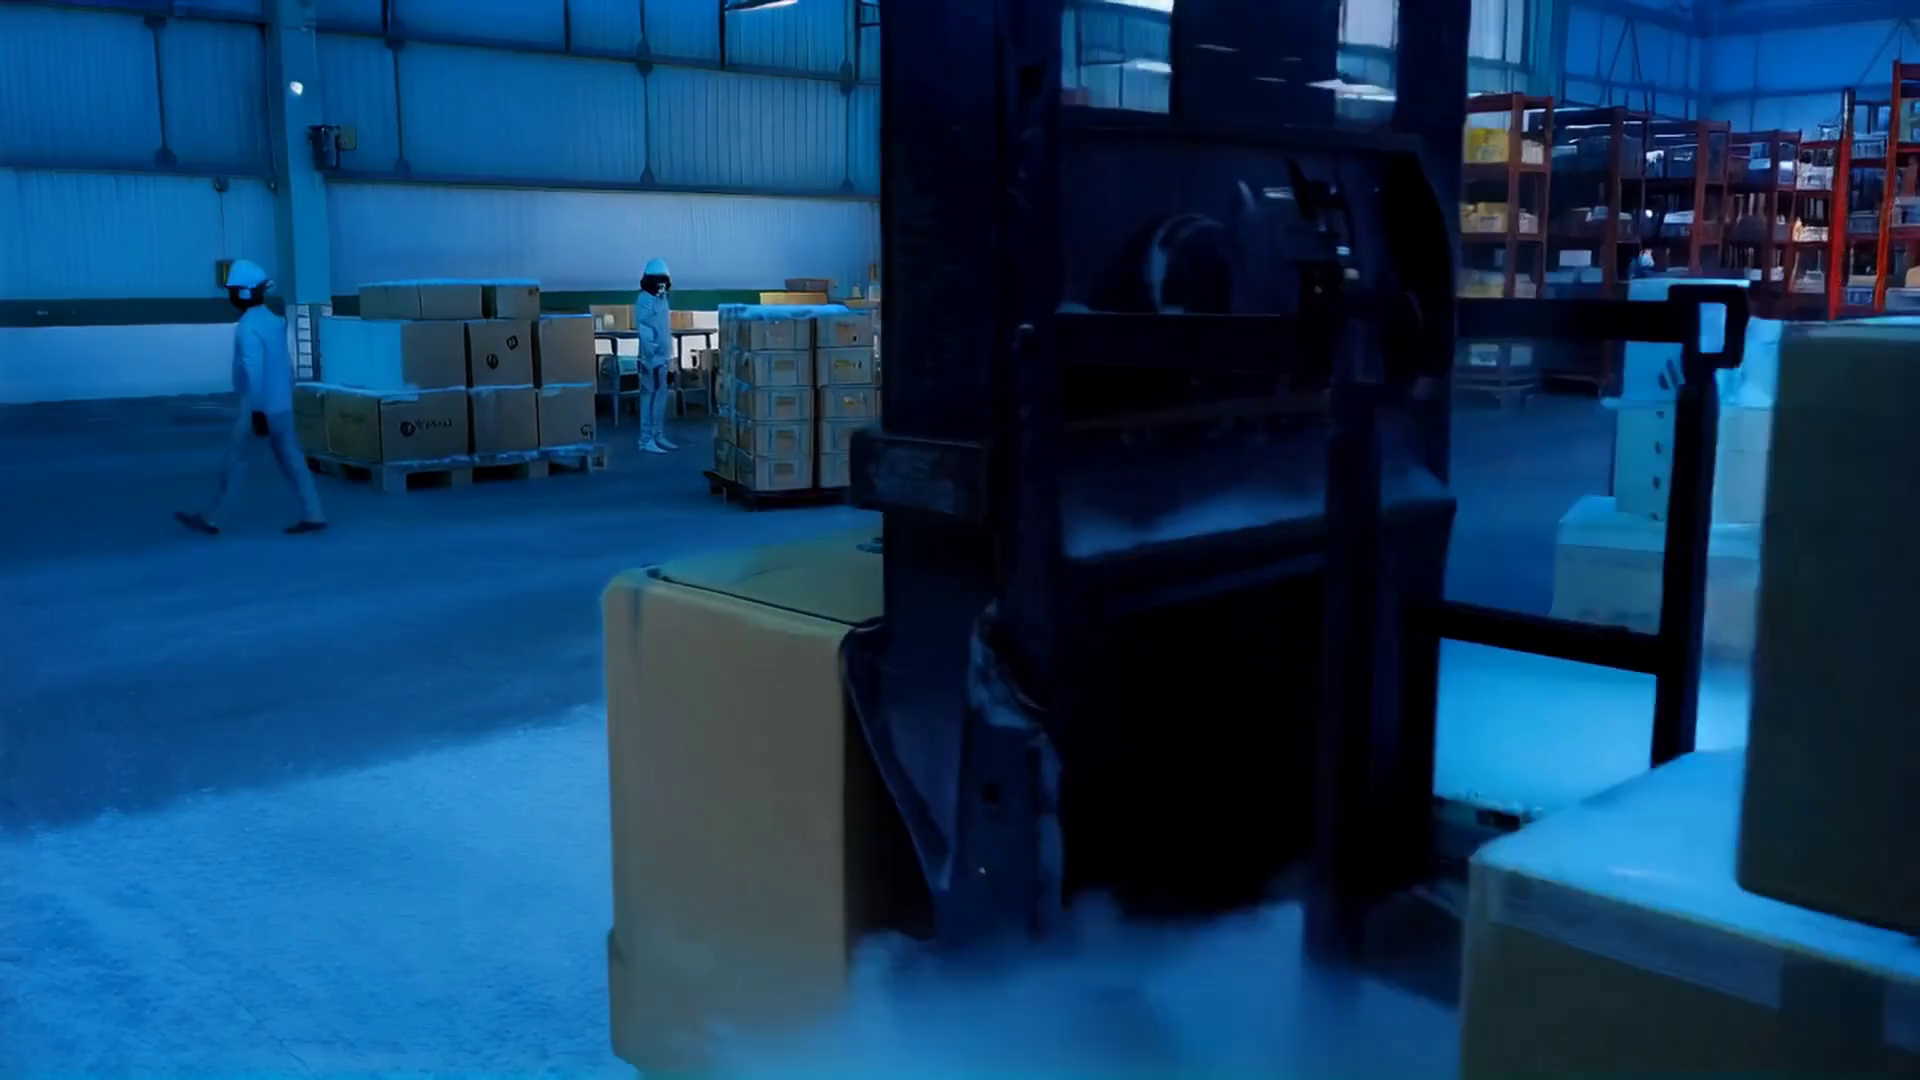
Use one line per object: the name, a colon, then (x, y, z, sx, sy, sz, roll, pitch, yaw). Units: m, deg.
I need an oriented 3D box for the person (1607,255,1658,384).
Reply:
person: (9.098, -2.929, 22.450, 0.640, 1.815, 0.591, 7, 12, 38)

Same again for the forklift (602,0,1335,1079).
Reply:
forklift: (0.252, -0.224, 2.958, 1.129, 2.768, 1.873, -9, 13, -43)

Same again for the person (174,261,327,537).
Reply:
person: (-4.404, -0.861, 10.303, 0.891, 1.703, 0.591, 0, 9, -1)

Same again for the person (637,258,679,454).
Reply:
person: (-2.713, -1.649, 14.940, 0.314, 1.744, 0.487, 3, 10, 17)
